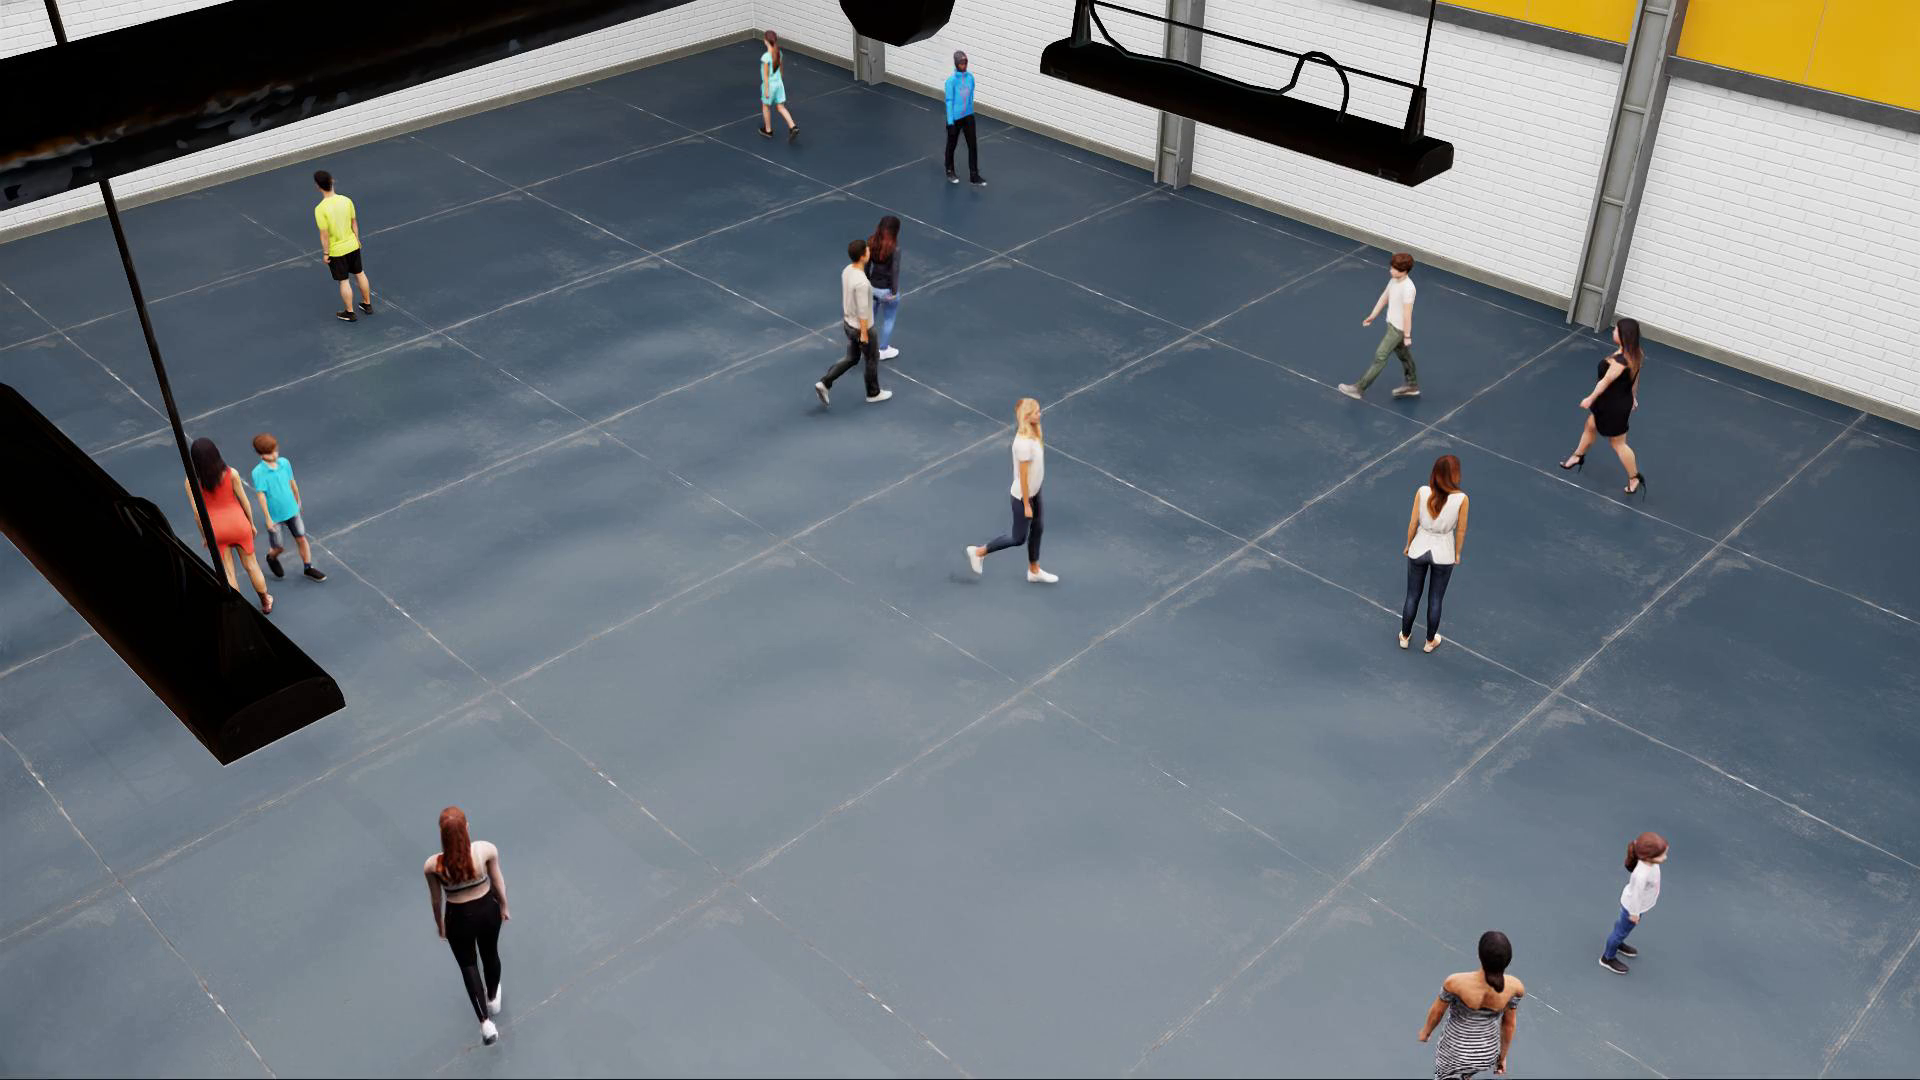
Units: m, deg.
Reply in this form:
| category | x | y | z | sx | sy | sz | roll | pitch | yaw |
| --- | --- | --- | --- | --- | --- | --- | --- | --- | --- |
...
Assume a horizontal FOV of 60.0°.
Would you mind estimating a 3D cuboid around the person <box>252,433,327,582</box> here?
| category | x | y | z | sx | sy | sz | roll | pitch | yaw |
| --- | --- | --- | --- | --- | --- | --- | --- | --- | --- |
| person | -5.830 | -0.271 | 14.172 | 0.760 | 1.441 | 0.591 | 19 | 38 | 27 |

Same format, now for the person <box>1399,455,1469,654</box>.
| category | x | y | z | sx | sy | sz | roll | pitch | yaw |
| --- | --- | --- | --- | --- | --- | --- | --- | --- | --- |
| person | 3.766 | 0.116 | 13.279 | 0.582 | 1.784 | 0.720 | 13 | 36 | 19 |

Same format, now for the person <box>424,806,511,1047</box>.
| category | x | y | z | sx | sy | sz | roll | pitch | yaw |
| --- | --- | --- | --- | --- | --- | --- | --- | --- | --- |
| person | -2.905 | 2.341 | 9.982 | 0.830 | 1.729 | 1.029 | -11 | 35 | -16 |

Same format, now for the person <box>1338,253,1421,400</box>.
| category | x | y | z | sx | sy | sz | roll | pitch | yaw |
| --- | --- | --- | --- | --- | --- | --- | --- | --- | --- |
| person | 4.508 | -2.135 | 16.830 | 1.110 | 1.603 | 1.078 | -1 | 34 | -1 |

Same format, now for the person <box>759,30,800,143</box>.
| category | x | y | z | sx | sy | sz | roll | pitch | yaw |
| --- | --- | --- | --- | --- | --- | --- | --- | --- | --- |
| person | -2.550 | -6.296 | 23.151 | 1.001 | 1.536 | 0.569 | 27 | 42 | 34 |

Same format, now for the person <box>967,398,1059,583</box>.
| category | x | y | z | sx | sy | sz | roll | pitch | yaw |
| --- | --- | --- | --- | --- | --- | --- | --- | --- | --- |
| person | 0.461 | -0.377 | 14.017 | 1.096 | 1.790 | 0.912 | 7 | 34 | 11 |

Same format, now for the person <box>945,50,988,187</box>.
| category | x | y | z | sx | sy | sz | roll | pitch | yaw |
| --- | --- | --- | --- | --- | --- | --- | --- | --- | --- |
| person | -0.056 | -5.546 | 21.811 | 0.771 | 1.770 | 1.021 | -19 | 38 | -26 |

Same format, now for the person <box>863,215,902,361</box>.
| category | x | y | z | sx | sy | sz | roll | pitch | yaw |
| --- | --- | --- | --- | --- | --- | --- | --- | --- | --- |
| person | -0.858 | -2.623 | 17.552 | 0.804 | 1.615 | 0.748 | 21 | 39 | 28 |

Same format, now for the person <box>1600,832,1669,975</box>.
| category | x | y | z | sx | sy | sz | roll | pitch | yaw |
| --- | --- | --- | --- | --- | --- | --- | --- | --- | --- |
| person | 4.314 | 2.285 | 10.626 | 0.507 | 1.110 | 0.478 | 20 | 39 | 28 |

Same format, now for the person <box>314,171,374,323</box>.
| category | x | y | z | sx | sy | sz | roll | pitch | yaw |
| --- | --- | --- | --- | --- | --- | --- | --- | --- | --- |
| person | -6.849 | -3.268 | 18.443 | 0.558 | 1.704 | 0.638 | 25 | 41 | 32 |

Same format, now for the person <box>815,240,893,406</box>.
| category | x | y | z | sx | sy | sz | roll | pitch | yaw |
| --- | --- | --- | --- | --- | --- | --- | --- | --- | --- |
| person | -1.103 | -2.127 | 16.651 | 0.940 | 1.787 | 1.083 | -15 | 37 | -22 |

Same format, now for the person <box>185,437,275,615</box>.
| category | x | y | z | sx | sy | sz | roll | pitch | yaw |
| --- | --- | --- | --- | --- | --- | --- | --- | --- | --- |
| person | -6.010 | -0.086 | 13.643 | 0.645 | 1.718 | 0.626 | -17 | 37 | -23 |

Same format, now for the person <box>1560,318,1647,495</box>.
| category | x | y | z | sx | sy | sz | roll | pitch | yaw |
| --- | --- | --- | --- | --- | --- | --- | --- | --- | --- |
| person | 6.112 | -1.183 | 15.334 | 1.114 | 1.674 | 0.747 | 22 | 40 | 30 |

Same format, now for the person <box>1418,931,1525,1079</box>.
| category | x | y | z | sx | sy | sz | roll | pitch | yaw |
| --- | --- | --- | --- | --- | --- | --- | --- | --- | --- |
| person | 2.775 | 2.910 | 9.079 | 1.018 | 1.782 | 1.106 | -2 | 34 | -2 |
